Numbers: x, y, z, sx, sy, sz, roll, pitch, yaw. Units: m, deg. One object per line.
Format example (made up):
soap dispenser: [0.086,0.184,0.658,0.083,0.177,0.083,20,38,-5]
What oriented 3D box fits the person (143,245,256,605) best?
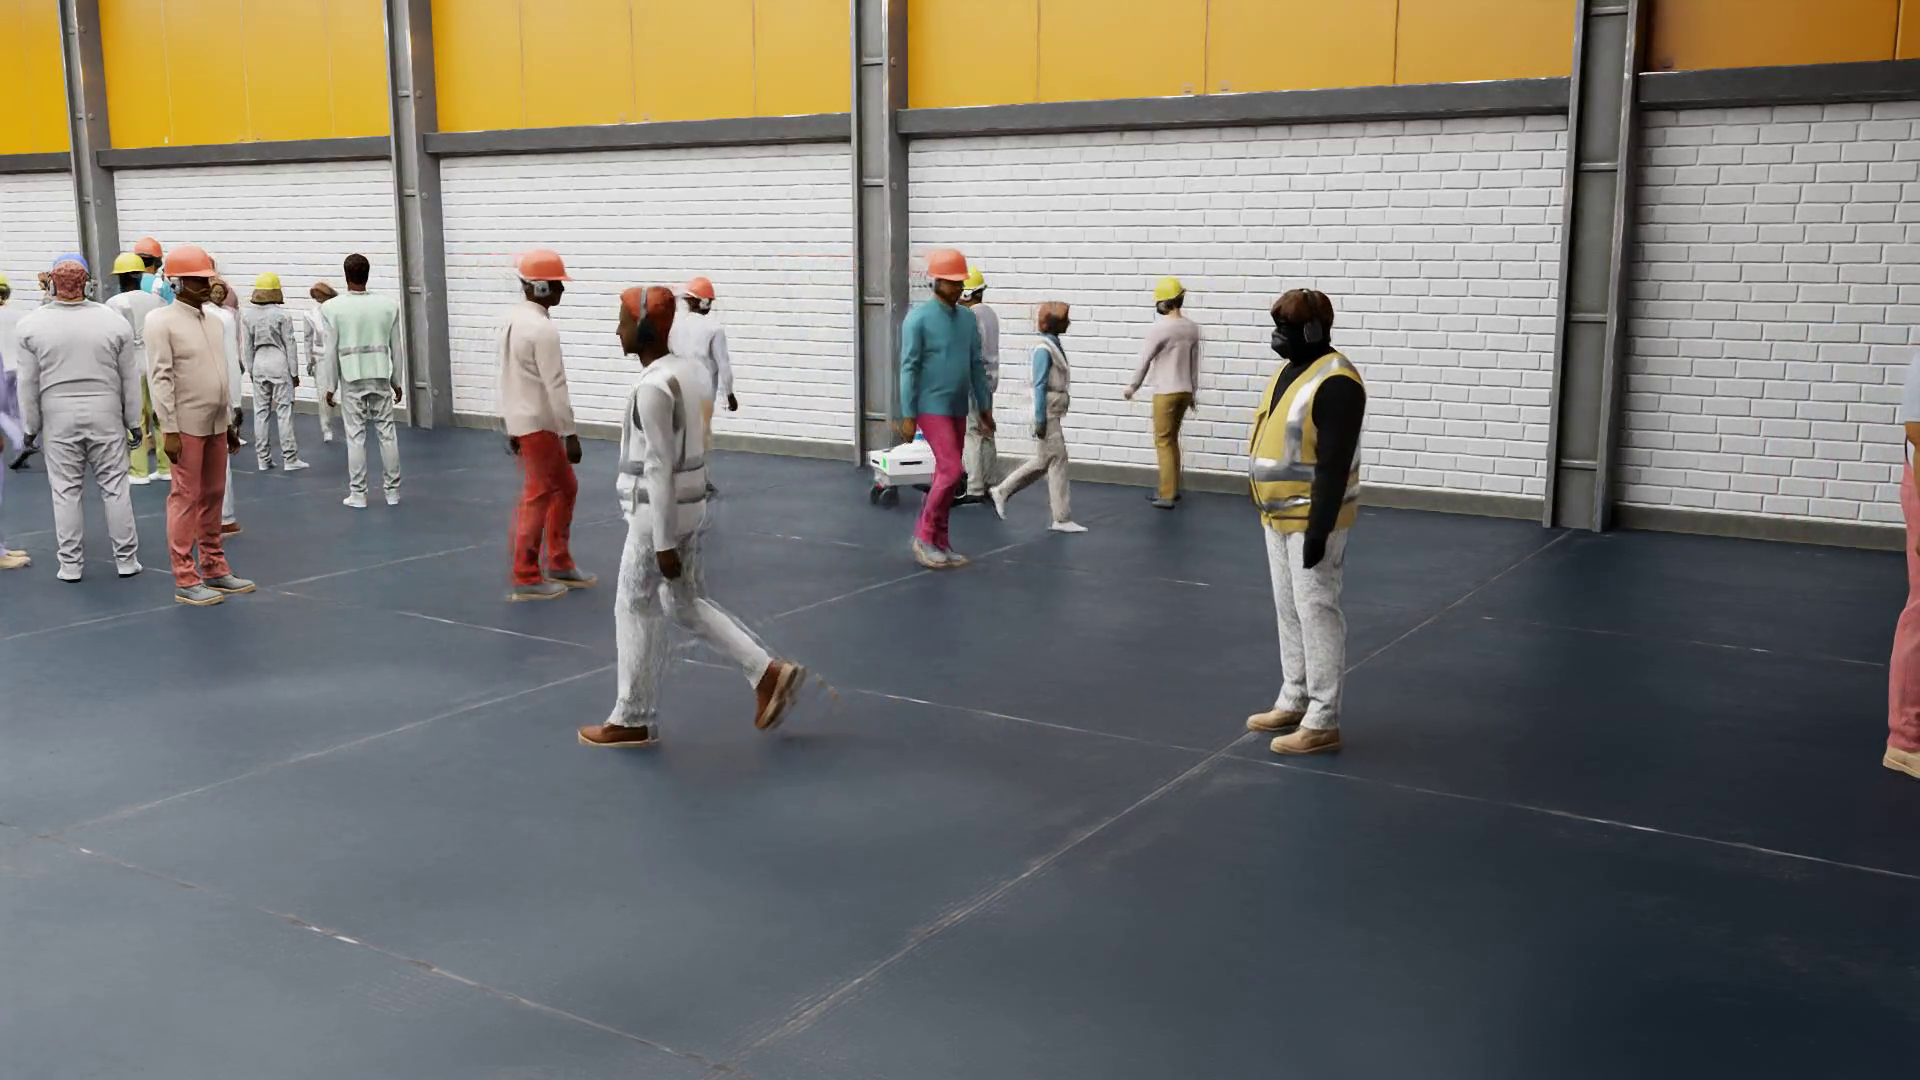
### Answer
person: [-4.271,-0.644,9.328,0.377,1.995,0.608,2,10,9]

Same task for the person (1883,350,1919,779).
person: [3.846,-0.111,6.246,0.688,2.000,0.536,-8,13,-36]

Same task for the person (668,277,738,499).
person: [-1.988,-1.175,12.997,0.562,1.727,0.669,8,13,38]

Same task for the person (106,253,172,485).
person: [-6.821,-1.416,13.826,0.384,1.920,0.587,4,11,23]

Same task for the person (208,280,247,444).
person: [-7.269,-1.730,16.337,0.314,1.636,0.515,5,12,27]

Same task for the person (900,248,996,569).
person: [-0.079,-0.797,10.220,0.459,1.971,0.625,7,12,35]

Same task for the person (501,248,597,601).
person: [-2.272,-0.646,9.386,0.681,1.970,0.643,-6,12,-29]

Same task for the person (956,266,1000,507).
person: [0.092,-1.168,12.705,0.403,1.825,0.589,5,11,24]

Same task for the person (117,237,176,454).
person: [-7.590,-1.819,15.705,0.613,2.041,0.395,2,11,13]

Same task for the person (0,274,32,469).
person: [-8.388,-1.484,14.679,0.575,1.737,0.547,5,11,25]

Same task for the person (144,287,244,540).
person: [-5.165,-0.937,11.265,0.583,1.883,0.344,-3,11,-15]

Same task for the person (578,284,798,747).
person: [-1.111,-0.080,6.588,0.804,1.862,0.577,1,10,7]

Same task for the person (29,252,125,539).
person: [-5.824,-0.928,11.053,0.608,1.941,0.416,-6,12,-30]

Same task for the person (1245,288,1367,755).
person: [1.364,-0.078,6.642,0.429,1.840,0.627,-2,10,-11]

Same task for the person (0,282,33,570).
person: [-5.978,-0.721,10.205,0.357,1.836,0.511,-8,13,-38]

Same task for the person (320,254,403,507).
person: [-4.523,-1.202,12.637,0.590,1.917,0.392,-7,12,-34]

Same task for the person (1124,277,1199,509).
person: [1.545,-1.115,12.633,0.473,1.740,0.547,9,14,41]

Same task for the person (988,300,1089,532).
person: [0.547,-0.860,11.589,0.693,1.618,0.520,2,10,12]

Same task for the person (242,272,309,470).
person: [-6.052,-1.483,14.673,0.487,1.744,0.297,2,10,9]

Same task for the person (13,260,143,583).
person: [-5.217,-0.702,9.891,0.654,1.906,0.406,-6,12,-30]

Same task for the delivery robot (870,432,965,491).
delivery robot: [-0.320,-0.586,12.737,0.707,0.478,0.477,-4,11,-22]

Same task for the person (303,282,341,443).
person: [-6.241,-1.754,16.541,0.521,1.608,0.501,-3,11,-17]
